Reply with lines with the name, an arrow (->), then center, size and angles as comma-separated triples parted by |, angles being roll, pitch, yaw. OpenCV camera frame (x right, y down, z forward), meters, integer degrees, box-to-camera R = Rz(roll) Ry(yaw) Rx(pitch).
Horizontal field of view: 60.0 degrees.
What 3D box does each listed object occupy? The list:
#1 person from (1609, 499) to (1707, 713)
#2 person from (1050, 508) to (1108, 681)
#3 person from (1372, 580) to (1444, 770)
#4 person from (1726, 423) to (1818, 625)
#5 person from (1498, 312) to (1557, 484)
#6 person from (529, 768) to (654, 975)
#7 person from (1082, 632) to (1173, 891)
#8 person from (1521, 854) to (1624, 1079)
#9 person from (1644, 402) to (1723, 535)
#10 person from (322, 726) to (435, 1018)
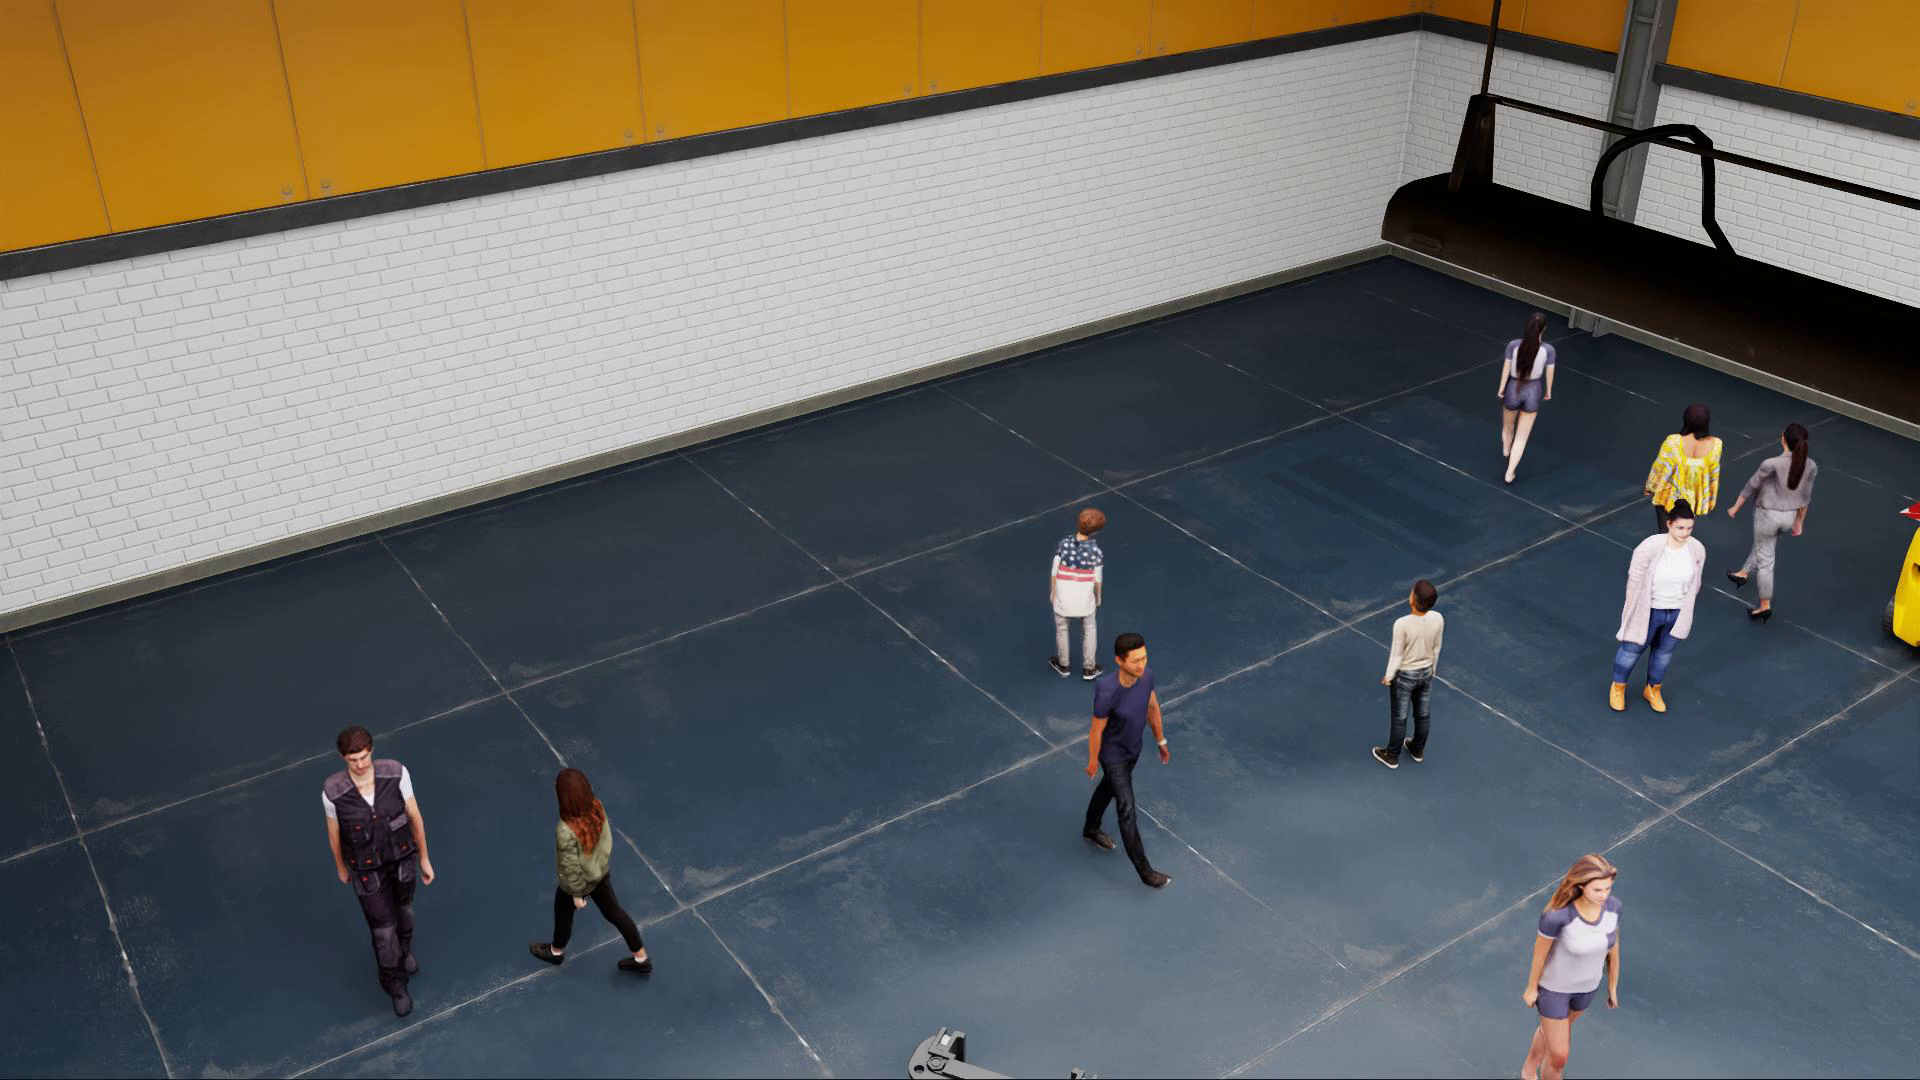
person -> 5.107, 0.474, 12.164 | 0.795, 1.741, 0.828 | 1, 29, 2
person -> 0.857, 0.392, 12.643 | 0.687, 1.425, 0.726 | -7, 29, -12
person -> 3.160, 0.934, 11.608 | 0.602, 1.465, 0.597 | -8, 30, -15
person -> 6.551, -0.089, 13.300 | 0.892, 1.641, 1.087 | -6, 29, -10
person -> 5.251, -1.299, 15.544 | 1.027, 1.617, 0.980 | 12, 31, 21
person -> -2.117, 1.983, 9.717 | 1.099, 1.435, 0.941 | 10, 30, 18
person -> 0.964, 1.311, 10.619 | 1.114, 1.750, 0.774 | 25, 37, 38
person -> 3.176, 2.302, 8.840 | 0.757, 1.714, 0.873 | -8, 30, -14
person -> 5.951, -0.306, 13.717 | 1.004, 1.623, 1.120 | -1, 29, -1
person -> -3.380, 1.794, 9.657 | 0.626, 1.824, 0.855 | -19, 34, -31
